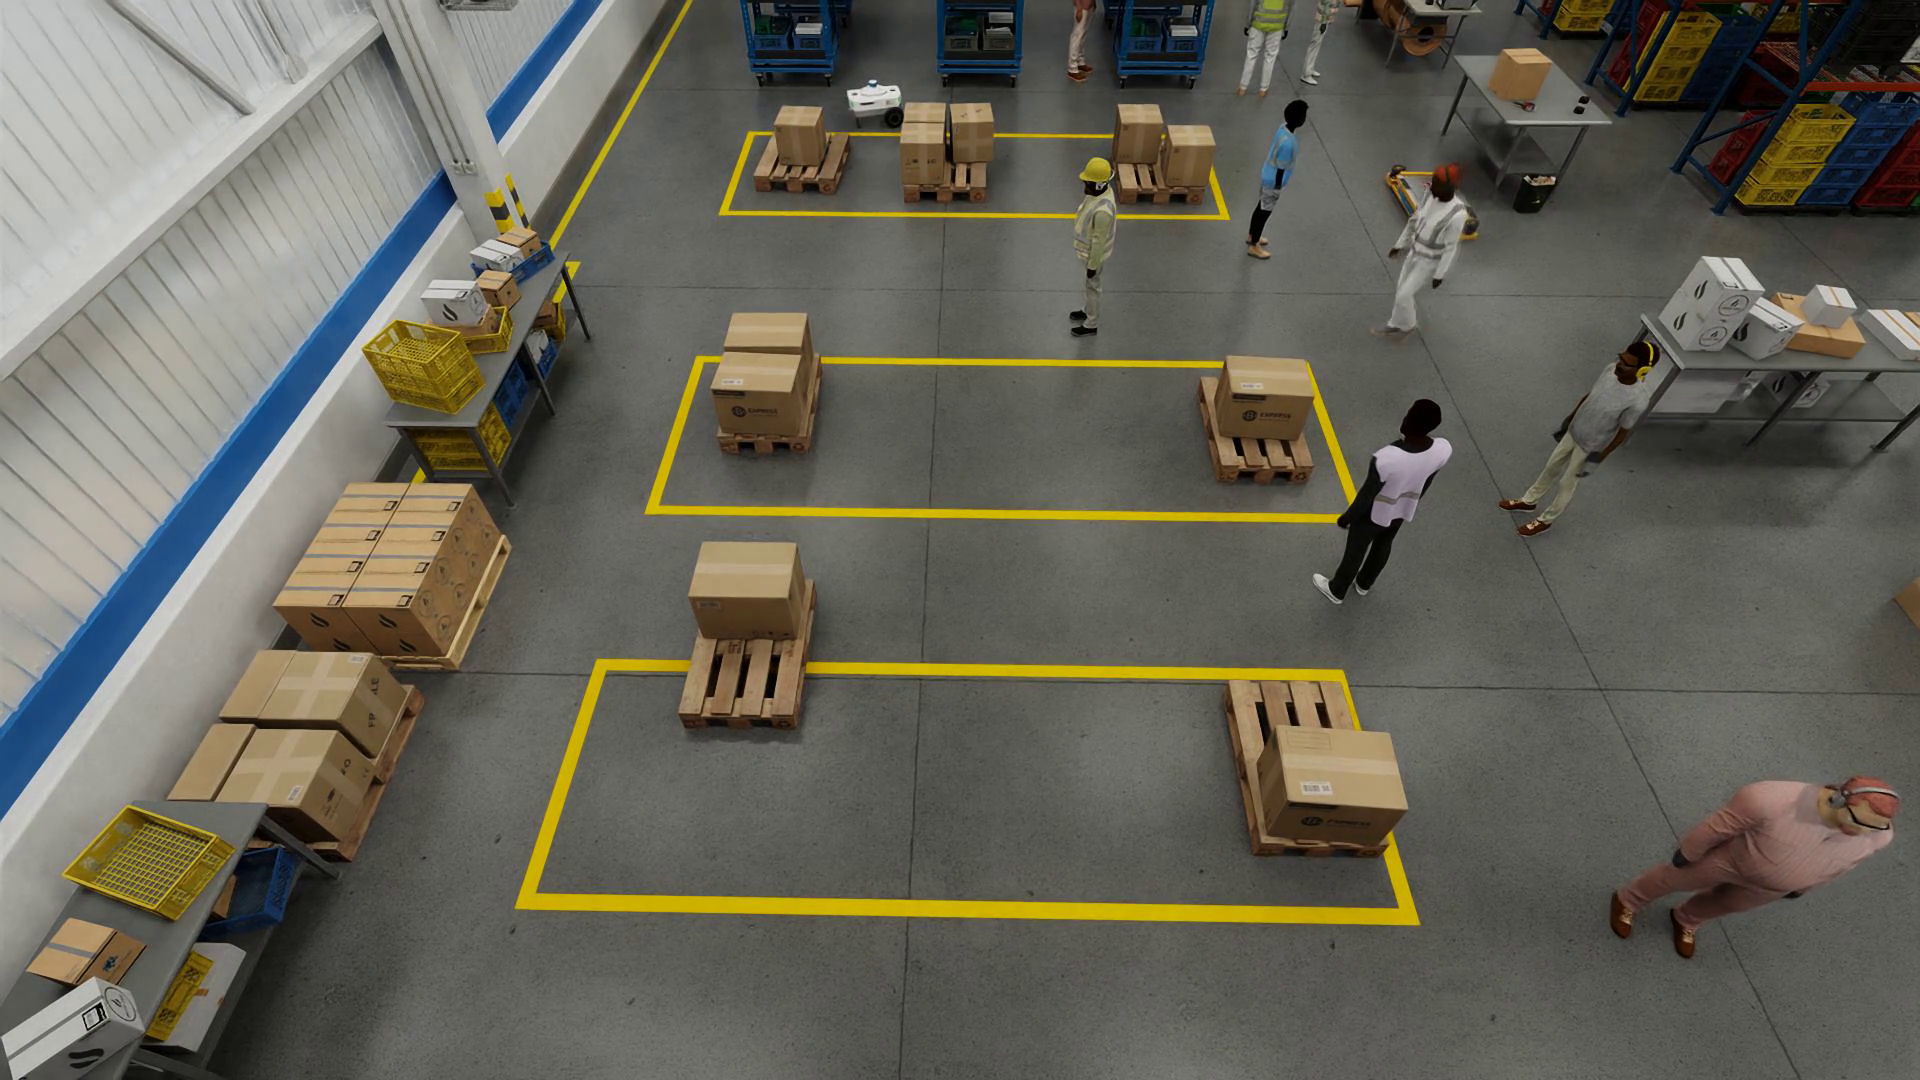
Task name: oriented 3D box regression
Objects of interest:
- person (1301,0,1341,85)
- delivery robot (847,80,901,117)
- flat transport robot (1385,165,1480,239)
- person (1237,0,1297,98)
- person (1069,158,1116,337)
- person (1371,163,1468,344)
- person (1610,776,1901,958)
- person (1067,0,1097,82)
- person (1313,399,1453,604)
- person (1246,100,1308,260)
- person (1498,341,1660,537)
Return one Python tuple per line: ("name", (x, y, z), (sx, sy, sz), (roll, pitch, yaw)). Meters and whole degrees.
("person", (5.185, -7.397, 13.019), (0.307, 1.639, 0.514), (18, 52, 15))
("delivery robot", (-1.169, -5.978, 12.443), (0.707, 0.478, 0.477), (-11, 50, -9))
("flat transport robot", (5.692, -4.094, 11.059), (0.652, 0.197, 1.431), (1, 49, 1))
("person", (4.234, -7.081, 12.613), (0.633, 1.843, 0.429), (10, 50, 8))
("person", (1.288, -2.850, 8.965), (0.404, 1.824, 0.595), (1, 49, 1))
("person", (4.434, -2.717, 8.813), (0.394, 1.867, 0.624), (-6, 49, -5))
("person", (4.248, 1.756, 4.930), (0.652, 1.900, 0.399), (16, 51, 14))
("person", (1.791, -7.599, 12.967), (0.393, 1.985, 0.611), (21, 52, 17))
("person", (3.059, -0.227, 6.630), (0.587, 1.920, 0.391), (-12, 50, -10))
("person", (3.433, -3.924, 9.974), (0.321, 1.696, 0.536), (8, 50, 7))
("person", (4.832, -0.766, 7.127), (0.327, 1.874, 0.520), (-4, 49, -4))
